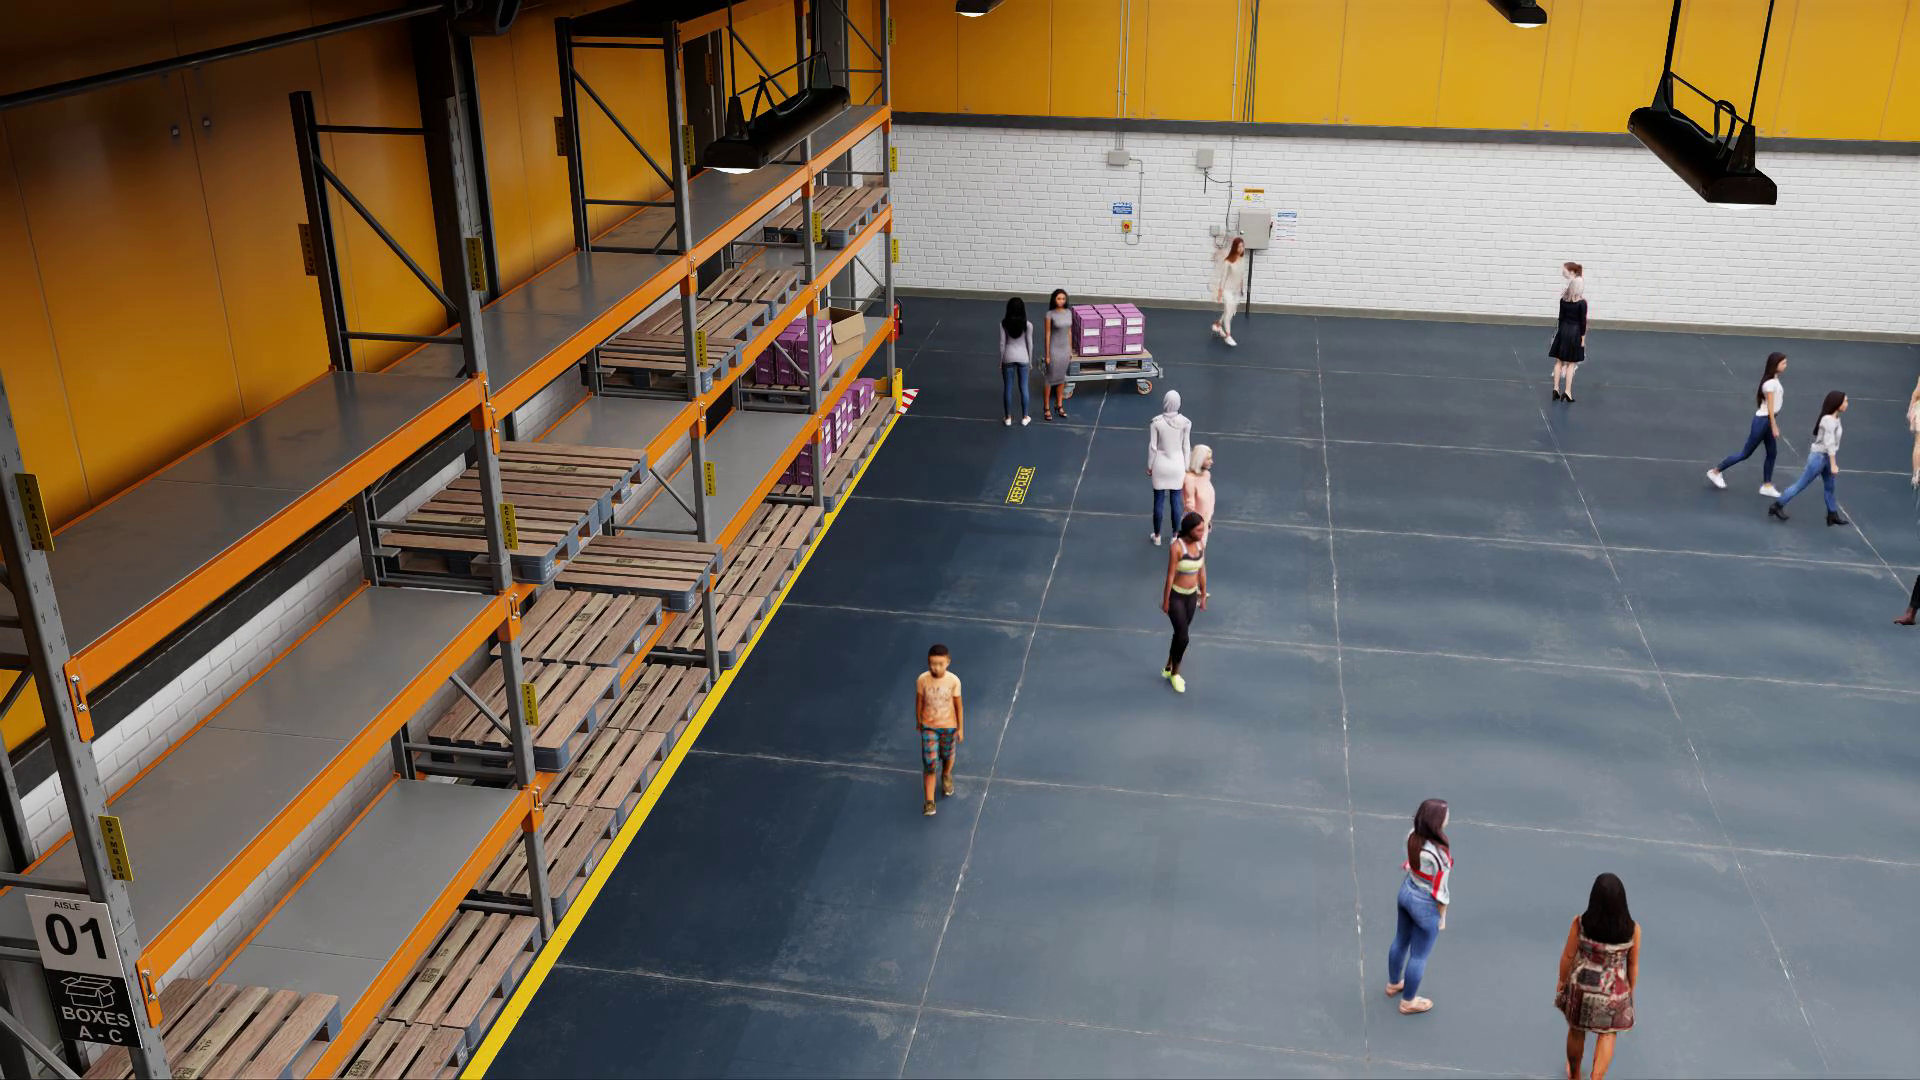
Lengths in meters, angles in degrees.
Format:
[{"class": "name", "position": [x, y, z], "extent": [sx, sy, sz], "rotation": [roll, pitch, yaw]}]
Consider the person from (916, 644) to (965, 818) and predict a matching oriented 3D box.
[{"class": "person", "position": [-0.159, 1.487, 13.590], "extent": [0.646, 1.425, 1.006], "rotation": [1, 24, 1]}]

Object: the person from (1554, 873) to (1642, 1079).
[{"class": "person", "position": [3.946, 2.814, 10.291], "extent": [0.710, 1.635, 0.831], "rotation": [7, 25, 16]}]

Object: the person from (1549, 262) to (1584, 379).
[{"class": "person", "position": [8.725, -3.100, 23.703], "extent": [0.746, 1.730, 0.619], "rotation": [8, 25, 17]}]

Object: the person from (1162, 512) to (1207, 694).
[{"class": "person", "position": [1.999, 0.526, 15.399], "extent": [0.736, 1.737, 0.796], "rotation": [-14, 27, -29]}]

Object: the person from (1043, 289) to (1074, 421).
[{"class": "person", "position": [1.300, -2.492, 22.249], "extent": [0.664, 1.780, 0.708], "rotation": [-13, 27, -27]}]

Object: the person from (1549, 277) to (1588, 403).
[{"class": "person", "position": [8.409, -2.767, 22.921], "extent": [0.749, 1.747, 0.696], "rotation": [-17, 29, -34]}]

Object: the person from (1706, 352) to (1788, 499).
[{"class": "person", "position": [9.392, -1.355, 19.692], "extent": [0.953, 1.745, 1.115], "rotation": [16, 28, 32]}]

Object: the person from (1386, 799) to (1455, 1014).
[{"class": "person", "position": [3.090, 2.436, 11.186], "extent": [0.720, 1.612, 0.613], "rotation": [-9, 25, -19]}]

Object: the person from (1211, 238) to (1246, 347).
[{"class": "person", "position": [4.088, -3.817, 25.405], "extent": [0.939, 1.680, 0.993], "rotation": [-18, 29, -35]}]

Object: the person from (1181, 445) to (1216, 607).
[{"class": "person", "position": [2.407, -0.174, 17.017], "extent": [0.722, 1.724, 0.581], "rotation": [14, 27, 29]}]

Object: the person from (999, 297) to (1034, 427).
[{"class": "person", "position": [0.733, -2.363, 22.010], "extent": [0.621, 1.735, 0.550], "rotation": [1, 24, 3]}]

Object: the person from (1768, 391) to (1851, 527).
[{"class": "person", "position": [9.658, -0.906, 18.856], "extent": [0.932, 1.591, 1.088], "rotation": [13, 27, 28]}]

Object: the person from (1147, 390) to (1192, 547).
[{"class": "person", "position": [2.297, -0.795, 18.374], "extent": [0.641, 1.775, 0.574], "rotation": [1, 24, 2]}]

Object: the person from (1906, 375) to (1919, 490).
[{"class": "person", "position": [11.586, -1.431, 19.915], "extent": [0.765, 1.705, 1.024], "rotation": [11, 26, 23]}]
